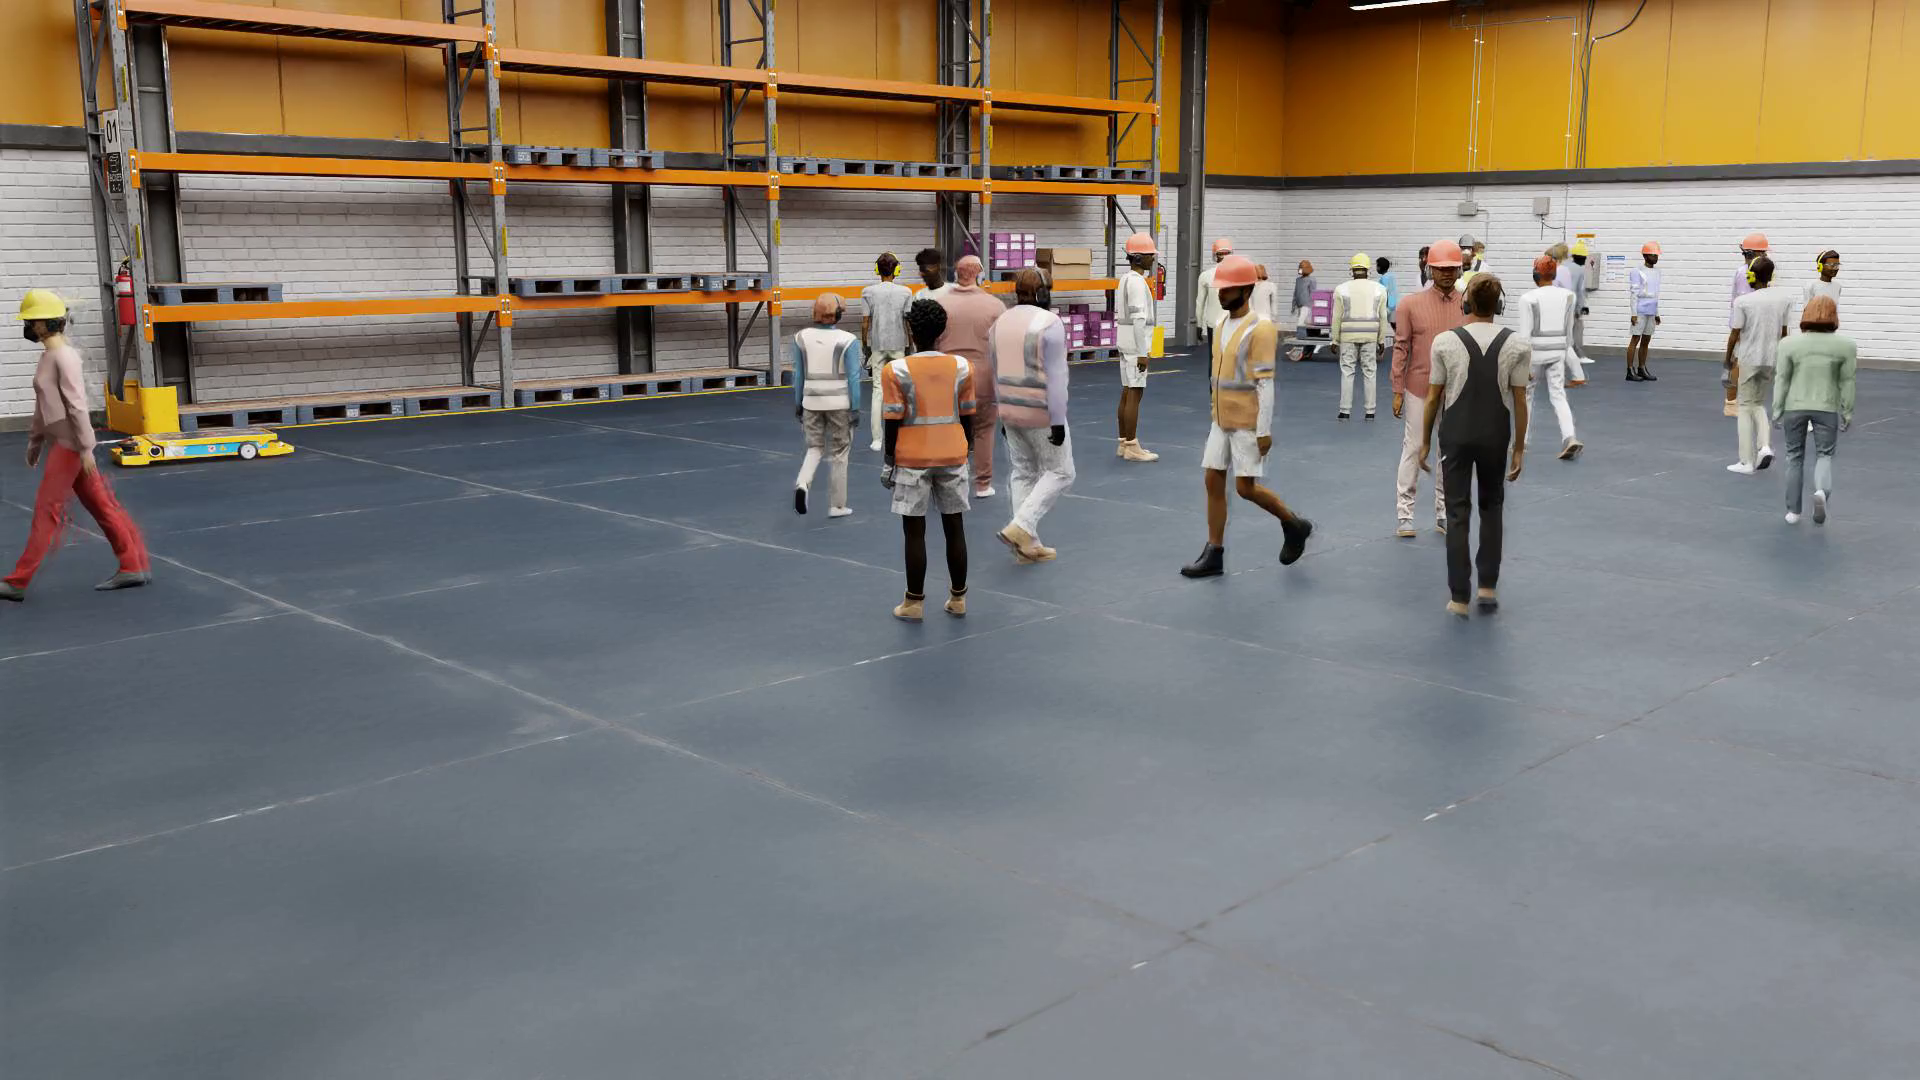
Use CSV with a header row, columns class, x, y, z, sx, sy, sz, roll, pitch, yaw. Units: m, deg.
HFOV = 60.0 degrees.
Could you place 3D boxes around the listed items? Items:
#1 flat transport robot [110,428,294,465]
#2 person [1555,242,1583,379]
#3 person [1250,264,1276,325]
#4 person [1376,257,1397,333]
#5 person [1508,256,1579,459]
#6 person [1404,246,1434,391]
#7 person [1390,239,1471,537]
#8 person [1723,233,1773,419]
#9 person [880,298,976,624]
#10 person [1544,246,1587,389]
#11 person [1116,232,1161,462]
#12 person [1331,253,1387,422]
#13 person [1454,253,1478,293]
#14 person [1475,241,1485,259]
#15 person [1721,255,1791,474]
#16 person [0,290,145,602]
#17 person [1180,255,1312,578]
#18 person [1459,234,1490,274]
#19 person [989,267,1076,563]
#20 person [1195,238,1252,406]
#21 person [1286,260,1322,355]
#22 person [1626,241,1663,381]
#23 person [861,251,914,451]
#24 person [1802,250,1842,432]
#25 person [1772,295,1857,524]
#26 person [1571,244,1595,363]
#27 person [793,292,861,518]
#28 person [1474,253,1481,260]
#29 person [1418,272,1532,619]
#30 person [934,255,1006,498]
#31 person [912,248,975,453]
class,x,y,z,sx,sy,sz,roll,pitch,yaw
flat transport robot,-6.863,-0.861,15.067,1.431,0.197,0.652,-7,13,-34
person,8.464,-3.251,23.604,0.660,1.914,0.663,-4,11,-20
person,4.479,-3.314,24.821,0.497,1.600,0.808,1,10,4
person,7.173,-3.944,28.126,0.797,1.643,0.581,6,12,28
person,5.358,-1.661,15.167,0.569,1.852,0.950,-1,10,-7
person,6.208,-2.867,21.617,0.888,1.879,0.638,-4,11,-21
person,3.202,-1.006,11.151,0.622,1.992,0.394,0,10,-3
person,8.712,-2.358,18.394,0.384,2.041,0.615,5,11,25
person,-0.166,-0.409,8.708,0.532,1.697,0.322,-4,11,-22
person,7.924,-2.956,22.128,1.028,1.881,0.646,7,13,34
person,1.594,-1.720,14.917,0.373,2.044,0.606,-1,10,-5
person,4.333,-2.197,18.100,0.597,1.827,0.403,1,10,3
person,6.049,-2.555,20.136,0.650,1.801,0.779,-6,12,-31
person,8.555,-4.030,27.844,0.457,1.918,0.658,8,13,39
person,6.749,-1.482,14.146,0.548,1.852,0.388,-1,10,-5
person,-5.047,-0.522,9.247,0.895,1.713,0.549,-8,13,-36
person,1.705,-0.726,9.855,0.762,1.915,0.552,-5,12,-25
person,6.977,-3.216,23.081,0.684,2.000,0.538,3,11,18
person,0.440,-0.747,10.174,0.447,1.831,0.636,-8,13,-37
person,3.115,-2.558,19.637,0.674,1.981,0.445,2,11,13
person,5.906,-3.968,28.360,0.767,1.606,0.509,-5,11,-23
person,9.548,-3.176,23.141,0.542,1.939,0.361,-6,12,-28
person,-0.678,-1.770,15.665,0.521,1.871,0.325,0,10,2
person,8.923,-2.057,17.229,0.537,1.869,0.314,-5,11,-24
person,5.903,-0.884,11.526,0.506,1.619,0.549,5,11,24
person,9.722,-3.775,26.540,0.871,1.899,0.602,8,13,37
person,-0.958,-0.939,11.789,0.527,1.621,0.506,4,11,21
person,7.610,-3.382,24.738,0.533,1.767,0.327,10,14,43
person,2.728,-0.506,8.893,0.529,1.827,0.612,2,11,9
person,0.039,-1.204,12.564,0.651,1.881,0.857,3,11,17
person,-0.119,-1.683,15.068,0.628,1.919,0.931,5,12,26
